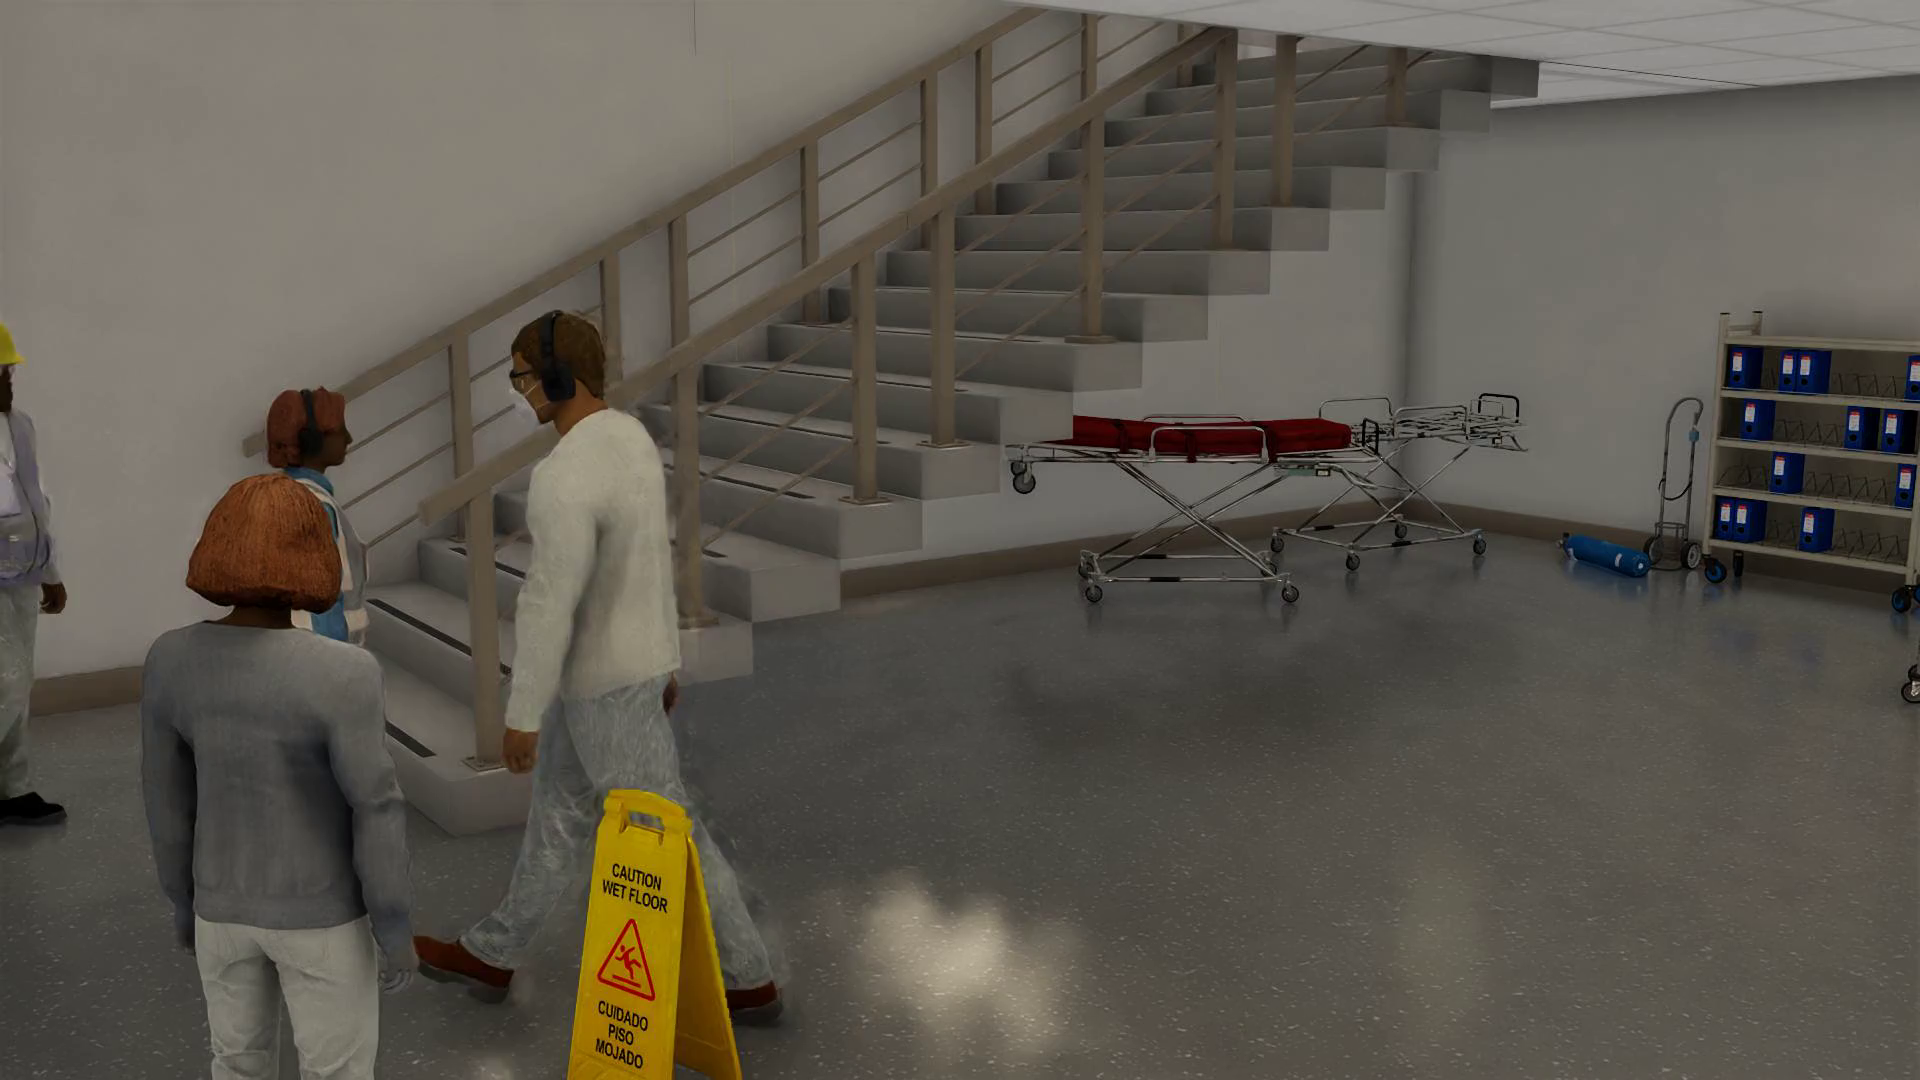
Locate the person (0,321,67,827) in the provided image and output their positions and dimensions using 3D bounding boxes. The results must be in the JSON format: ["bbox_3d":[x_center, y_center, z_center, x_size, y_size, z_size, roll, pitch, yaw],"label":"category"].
[{"bbox_3d":[-3.349,0.124,5.757,0.426,1.817,0.618,1,10,5],"label":"person"}]

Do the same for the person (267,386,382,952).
[{"bbox_3d":[-1.865,0.378,4.826,0.313,1.641,0.520,-6,11,-30],"label":"person"}]

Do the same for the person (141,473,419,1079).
[{"bbox_3d":[-1.224,0.691,3.038,0.509,1.631,0.267,3,10,15],"label":"person"}]

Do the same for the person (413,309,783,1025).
[{"bbox_3d":[-0.956,0.355,4.267,1.063,1.876,0.637,1,10,3],"label":"person"}]
